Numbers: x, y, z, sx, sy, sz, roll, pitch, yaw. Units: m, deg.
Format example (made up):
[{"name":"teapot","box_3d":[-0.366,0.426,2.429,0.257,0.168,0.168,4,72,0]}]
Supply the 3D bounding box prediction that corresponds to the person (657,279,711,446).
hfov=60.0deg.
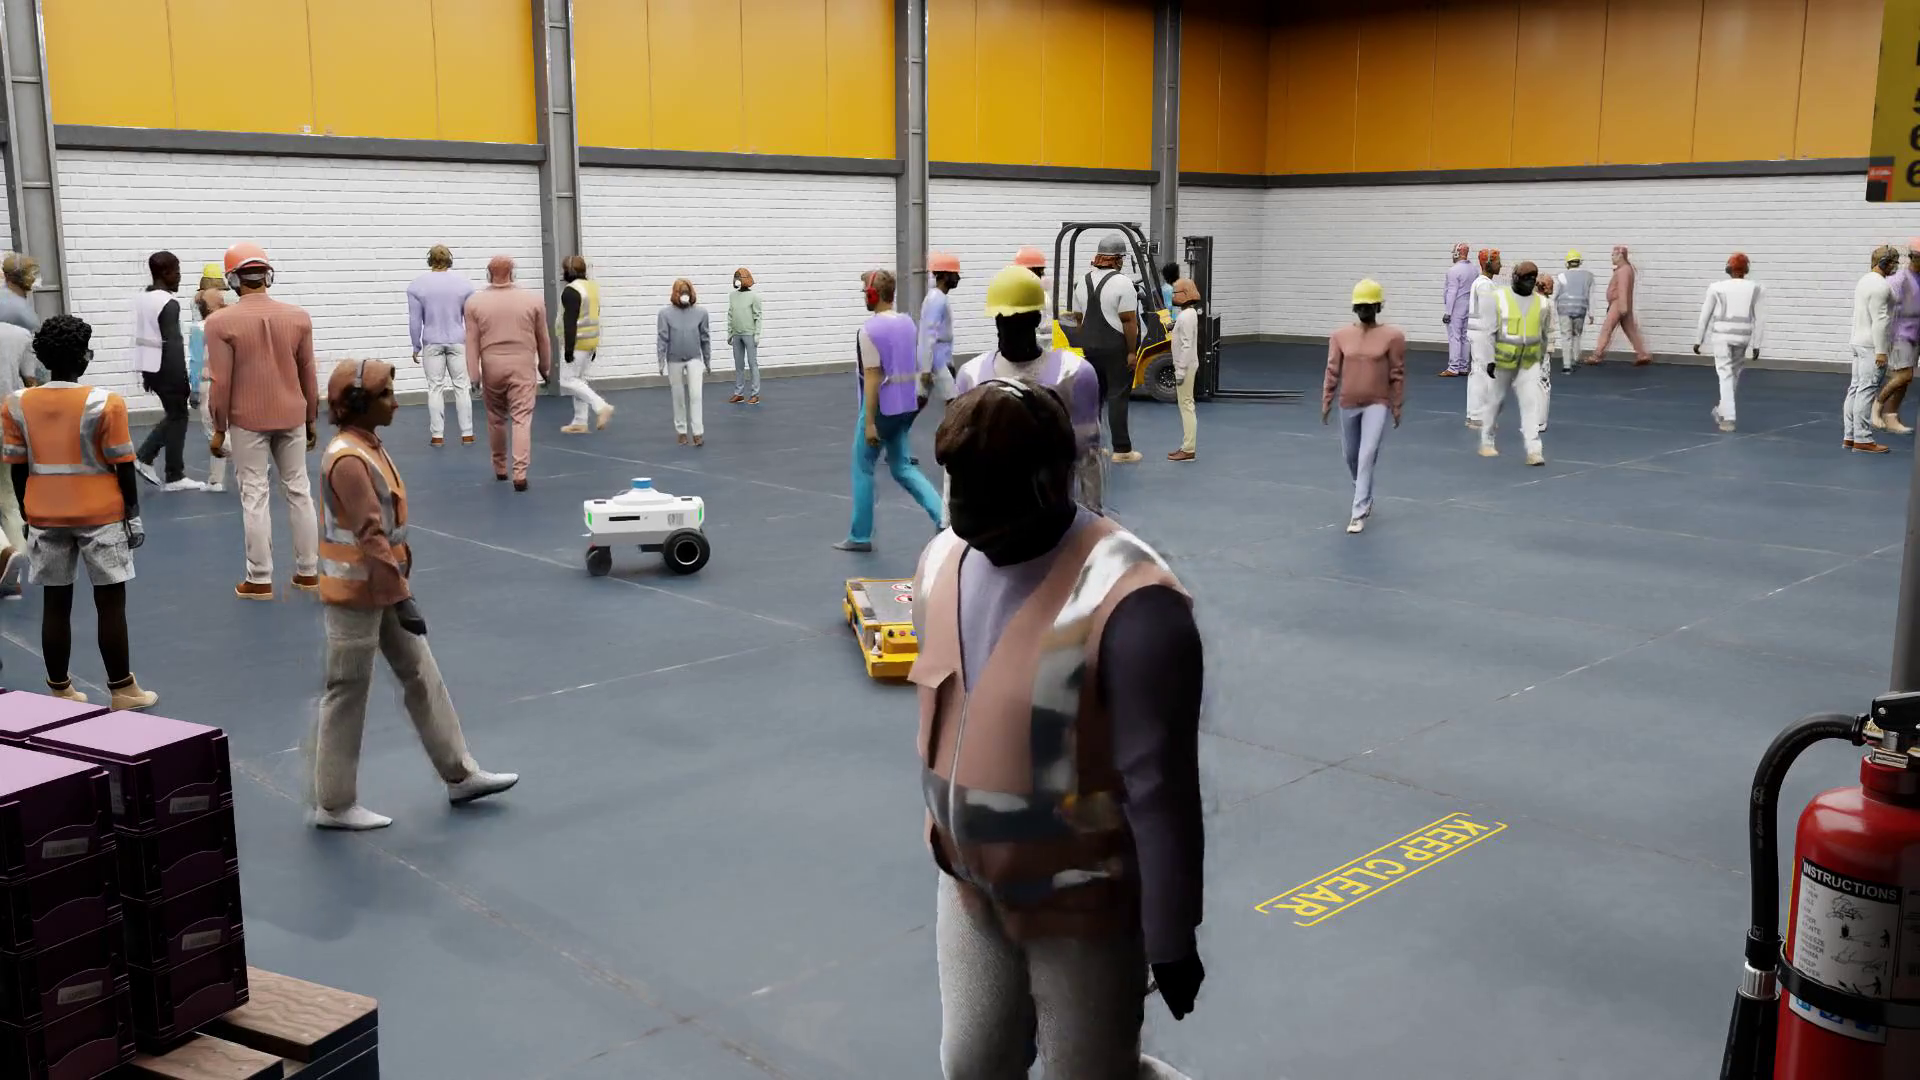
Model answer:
[{"name":"person","box_3d":[-2.629,-1.684,15.899,0.523,1.594,0.811,-2,11,-13]}]

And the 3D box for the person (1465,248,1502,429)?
[{"name":"person","box_3d":[5.510,-2.107,17.466,0.355,1.883,0.575,2,11,10]}]

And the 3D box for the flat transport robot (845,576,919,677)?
[{"name":"flat transport robot","box_3d":[-0.186,0.397,8.207,0.652,0.197,1.431,-2,10,-8]}]

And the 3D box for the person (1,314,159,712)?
[{"name":"person","box_3d":[-3.686,-0.089,6.967,0.541,1.696,0.315,0,10,1]}]

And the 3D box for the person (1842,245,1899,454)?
[{"name":"person","box_3d":[8.526,-1.781,15.549,0.371,1.935,0.627,2,11,13]}]

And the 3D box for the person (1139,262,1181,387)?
[{"name":"person","box_3d":[2.645,-2.800,21.811,0.745,1.677,0.533,-1,10,-4]}]

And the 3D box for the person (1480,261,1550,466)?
[{"name":"person","box_3d":[4.974,-1.590,14.904,0.629,1.803,0.927,0,10,0]}]

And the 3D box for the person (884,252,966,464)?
[{"name":"person","box_3d":[-0.196,-1.574,14.592,1.031,1.880,0.568,-1,10,-4]}]

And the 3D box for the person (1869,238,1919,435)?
[{"name":"person","box_3d":[9.578,-2.058,16.837,0.668,2.012,0.480,-7,12,-33]}]

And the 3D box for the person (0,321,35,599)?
[{"name":"person","box_3d":[-5.293,-0.560,9.115,0.560,1.847,0.566,9,14,41]}]

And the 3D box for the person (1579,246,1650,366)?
[{"name":"person","box_3d":[10.249,-3.615,25.782,1.005,1.859,0.654,6,12,30]}]

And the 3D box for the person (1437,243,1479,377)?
[{"name":"person","box_3d":[7.125,-3.287,23.837,0.644,1.908,0.408,-10,14,-43]}]

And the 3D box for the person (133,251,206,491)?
[{"name":"person","box_3d":[-6.284,-1.326,13.142,0.464,1.899,0.599,-10,14,-44]}]

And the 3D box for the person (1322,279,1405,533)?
[{"name":"person","box_3d":[2.824,-0.958,11.611,0.535,1.733,0.849,5,12,27]}]

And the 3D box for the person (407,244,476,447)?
[{"name":"person","box_3d":[-4.947,-1.857,15.949,0.629,1.939,0.371,-3,11,-18]}]

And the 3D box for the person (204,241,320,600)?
[{"name":"person","box_3d":[-3.889,-0.660,9.292,0.393,1.986,0.609,10,14,44]}]

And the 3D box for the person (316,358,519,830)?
[{"name":"person","box_3d":[-1.888,0.197,5.654,0.717,1.613,0.523,-2,11,-9]}]

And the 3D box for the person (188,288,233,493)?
[{"name":"person","box_3d":[-5.708,-1.147,12.970,0.686,1.613,0.556,3,11,14]}]

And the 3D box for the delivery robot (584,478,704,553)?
[{"name":"delivery robot","box_3d":[-1.914,-0.133,10.070,0.707,0.478,0.477,-3,11,-13]}]

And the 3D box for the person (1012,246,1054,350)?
[{"name":"person","box_3d":[0.550,-1.334,13.099,0.361,1.938,0.546,-2,11,-12]}]

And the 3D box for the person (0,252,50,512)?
[{"name":"person","box_3d":[-6.865,-1.126,12.118,0.712,1.904,0.641,-5,11,-24]}]

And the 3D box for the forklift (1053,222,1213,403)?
[{"name":"forklift","box_3d":[1.935,-2.847,20.651,2.313,2.155,1.214,2,11,13]}]

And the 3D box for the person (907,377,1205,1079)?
[{"name":"person","box_3d":[0.242,0.590,3.014,0.699,1.808,0.637,-9,14,-41]}]

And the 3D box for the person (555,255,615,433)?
[{"name":"person","box_3d":[-3.824,-1.971,16.877,0.540,1.824,0.632,1,10,8]}]

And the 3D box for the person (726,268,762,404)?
[{"name":"person","box_3d":[-2.605,-2.457,20.053,0.497,1.633,0.285,6,12,31]}]

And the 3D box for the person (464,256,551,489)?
[{"name":"person","box_3d":[-3.647,-1.358,13.468,0.648,1.855,0.986,-2,11,-10]}]

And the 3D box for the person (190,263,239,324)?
[{"name":"person","box_3d":[-7.508,-1.924,16.850,0.486,1.744,0.294,-8,13,-35]}]

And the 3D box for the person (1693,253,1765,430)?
[{"name":"person","box_3d":[8.085,-2.087,17.494,0.596,1.834,0.976,1,10,6]}]

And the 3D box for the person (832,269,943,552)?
[{"name":"person","box_3d":[-0.417,-0.798,10.513,0.815,1.822,0.564,7,12,32]}]

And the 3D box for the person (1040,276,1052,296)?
[{"name":"person","box_3d":[1.110,-3.403,24.943,0.523,1.731,0.848,3,11,14]}]

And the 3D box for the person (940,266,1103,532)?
[{"name":"person","box_3d":[0.196,-0.095,6.438,0.620,1.892,0.832,5,12,27]}]

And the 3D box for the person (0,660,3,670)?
[{"name":"person","box_3d":[-4.650,-0.312,7.525,0.548,1.937,0.358,-1,10,-5]}]

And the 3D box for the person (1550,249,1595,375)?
[{"name":"person","box_3d":[8.914,-3.334,24.340,0.633,1.806,0.669,1,10,5]}]

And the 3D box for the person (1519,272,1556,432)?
[{"name":"person","box_3d":[5.974,-1.929,17.151,0.311,1.642,0.513,5,12,26]}]

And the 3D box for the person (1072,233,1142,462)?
[{"name":"person","box_3d":[1.374,-1.727,14.960,0.537,2.000,0.678,-9,14,-42]}]

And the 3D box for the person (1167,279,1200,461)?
[{"name":"person","box_3d":[2.014,-1.527,14.978,0.267,1.632,0.509,2,11,11]}]

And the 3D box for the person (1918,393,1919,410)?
[{"name":"person","box_3d":[9.895,-1.950,16.710,0.348,1.846,0.506,0,10,1]}]
